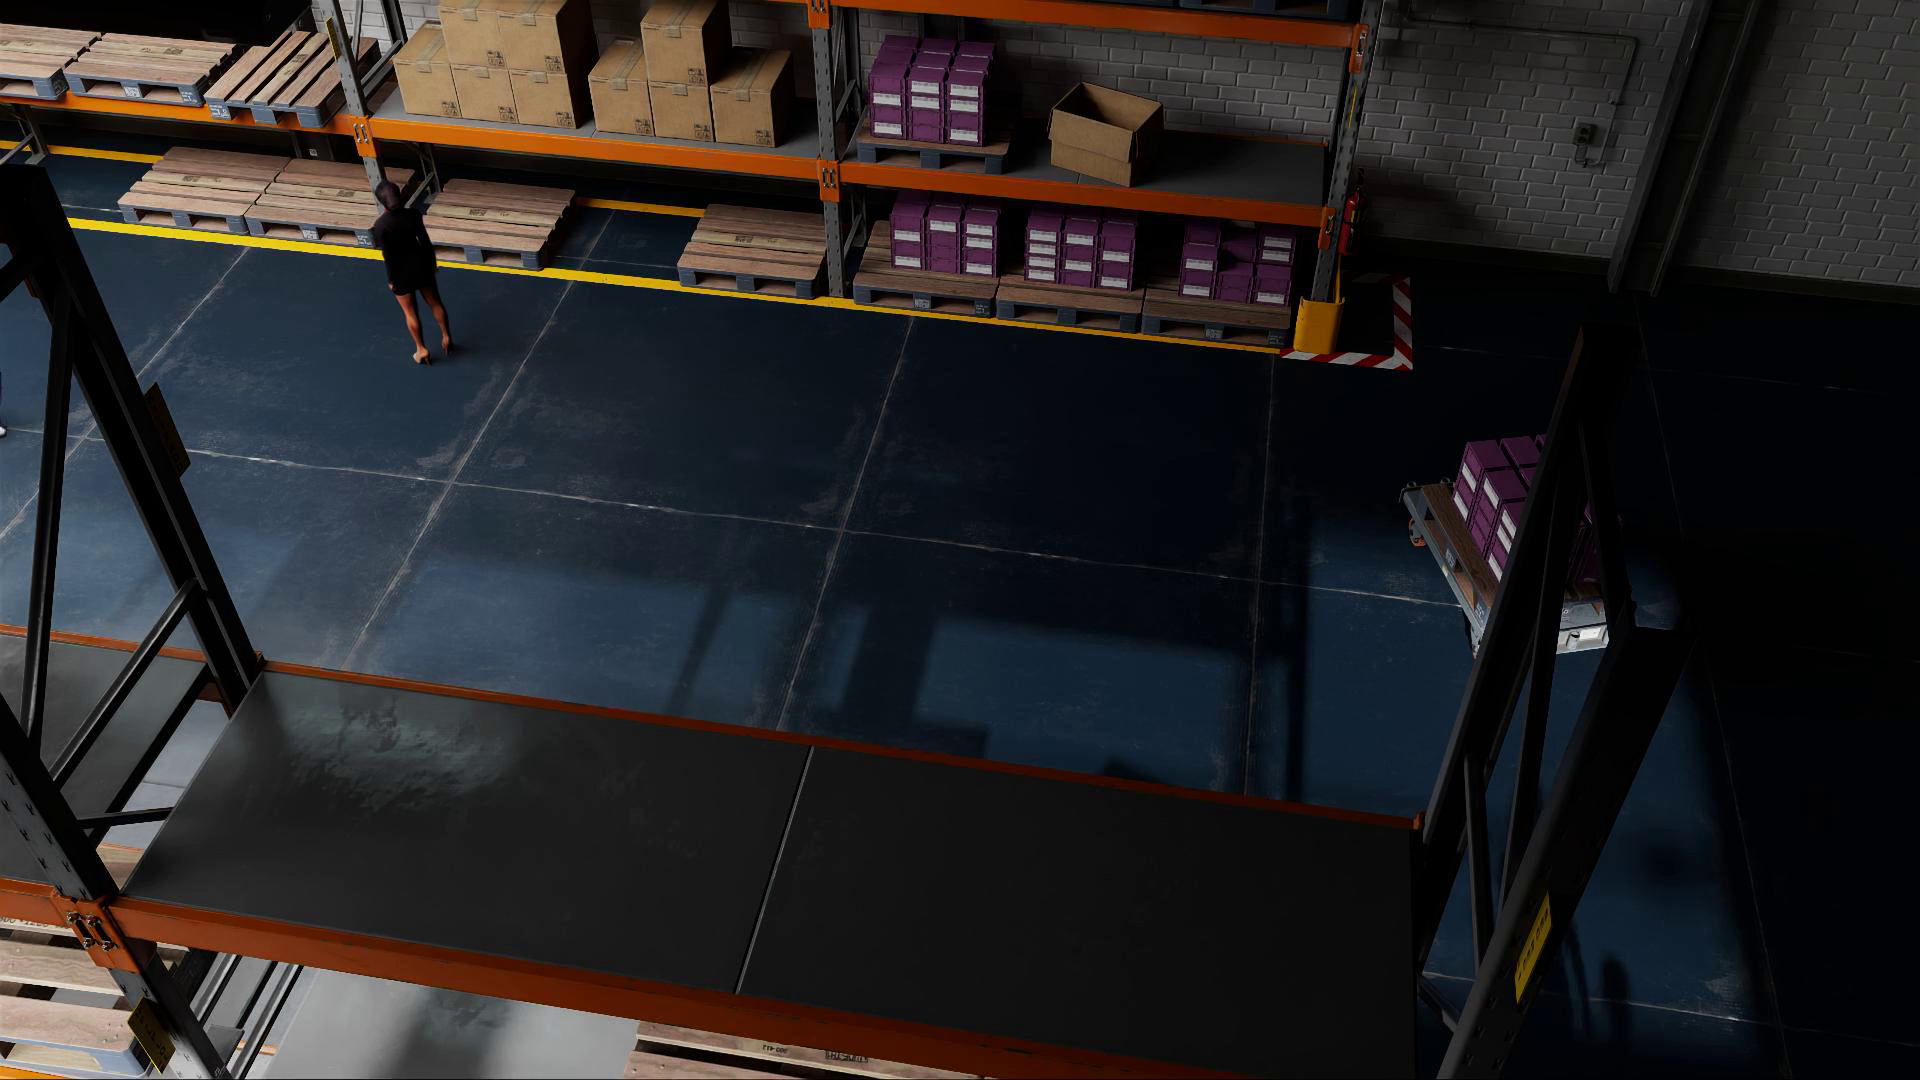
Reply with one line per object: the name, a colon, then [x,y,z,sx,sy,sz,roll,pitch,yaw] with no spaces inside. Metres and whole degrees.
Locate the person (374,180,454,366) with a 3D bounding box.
person: [-4.287,-2.087,13.005,0.712,1.639,0.771,-29,51,-27]
